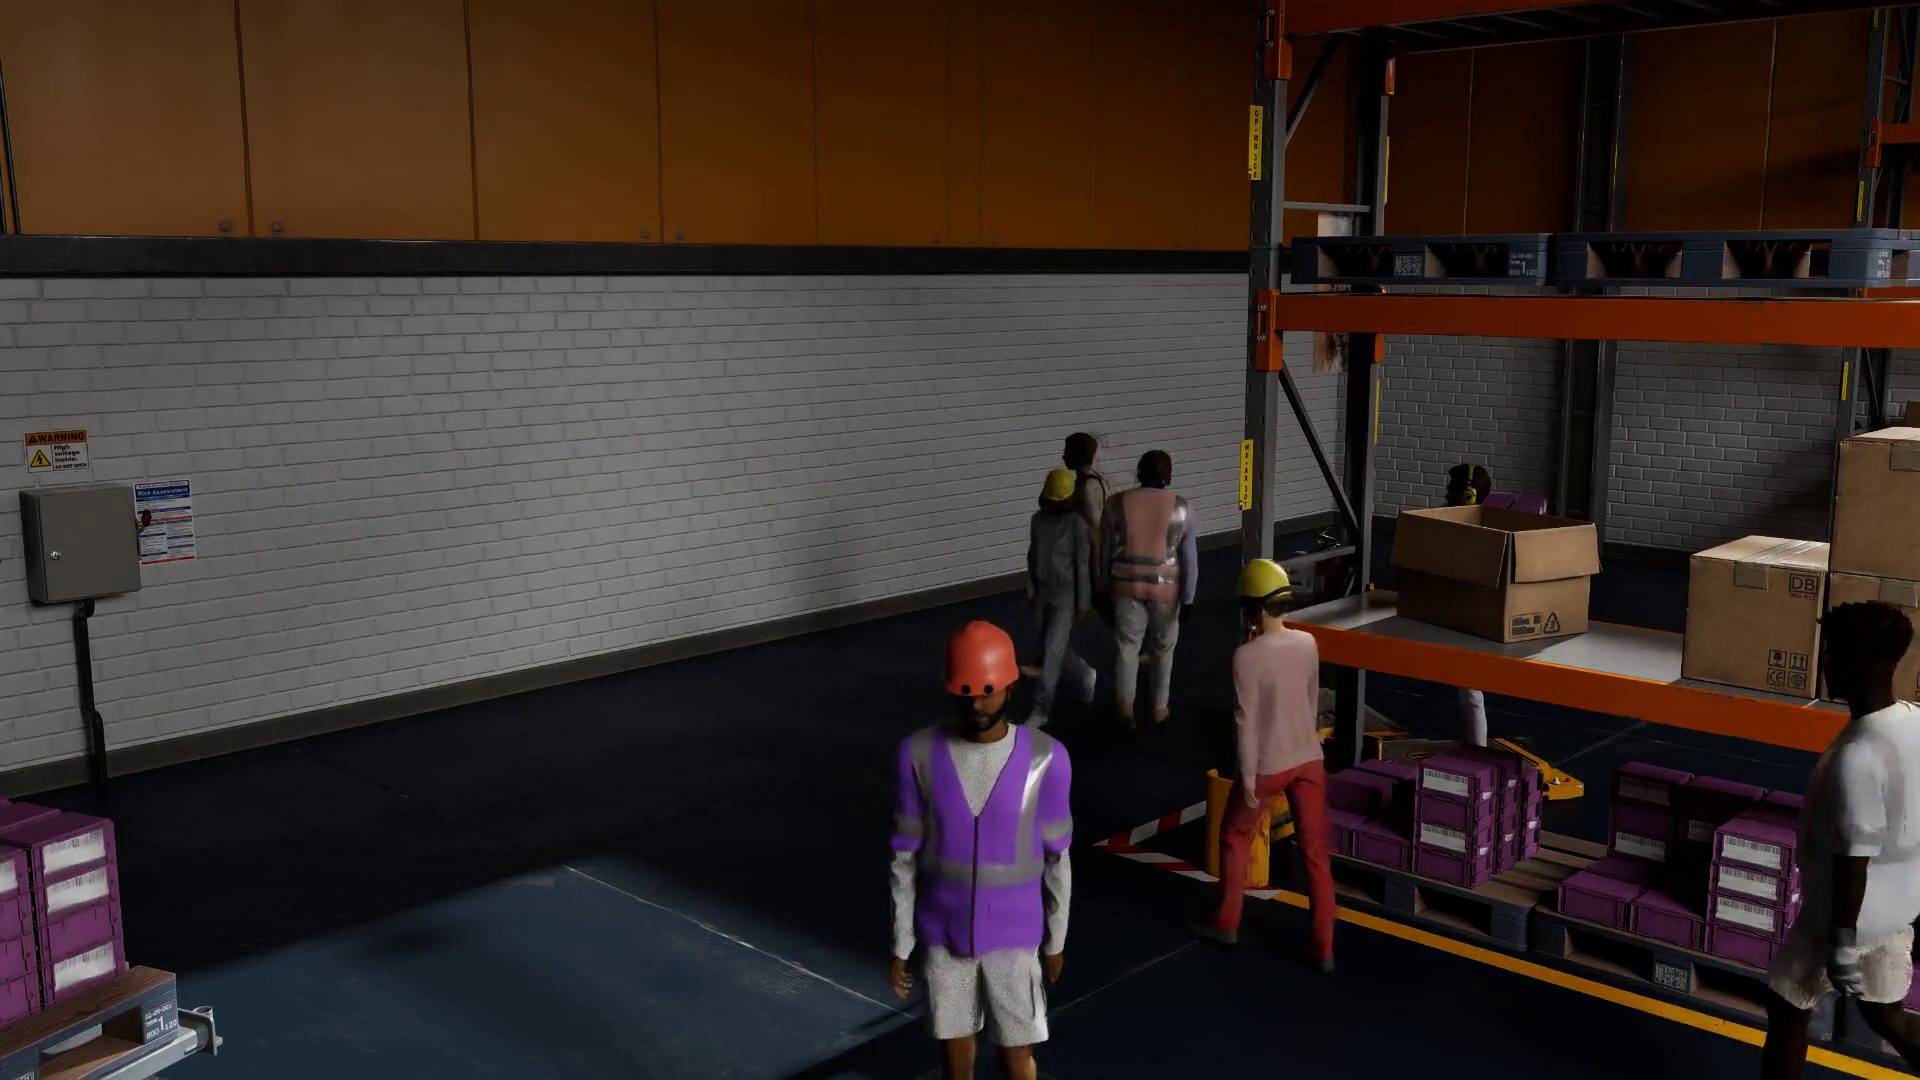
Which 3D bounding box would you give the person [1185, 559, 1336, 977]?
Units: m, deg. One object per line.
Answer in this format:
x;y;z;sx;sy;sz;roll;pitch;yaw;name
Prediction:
1.332;0.943;7.095;0.528;1.714;0.775;-6;11;-31;person

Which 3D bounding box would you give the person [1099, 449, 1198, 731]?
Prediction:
1.201;0.326;10.622;0.644;1.822;0.728;2;9;12;person

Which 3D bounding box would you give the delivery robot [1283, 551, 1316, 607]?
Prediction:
2.882;0.336;14.110;0.477;0.478;0.707;4;10;24;delivery robot

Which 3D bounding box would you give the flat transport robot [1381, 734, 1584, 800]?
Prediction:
2.683;1.301;9.349;1.431;0.197;0.652;-2;9;-11;flat transport robot

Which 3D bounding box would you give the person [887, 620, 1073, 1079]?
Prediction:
0.061;1.174;5.074;0.556;1.921;0.469;1;9;7;person

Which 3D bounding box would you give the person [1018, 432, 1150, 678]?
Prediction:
0.932;0.115;11.972;0.969;1.804;0.515;1;9;7;person

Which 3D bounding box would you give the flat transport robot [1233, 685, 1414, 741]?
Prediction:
2.232;1.144;10.310;0.652;0.197;1.431;-2;9;-9;flat transport robot

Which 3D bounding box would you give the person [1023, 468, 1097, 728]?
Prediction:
0.682;0.353;10.825;0.517;1.697;0.734;9;13;44;person

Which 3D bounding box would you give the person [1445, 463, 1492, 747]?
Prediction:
2.844;0.501;9.362;0.335;1.873;0.519;3;10;16;person

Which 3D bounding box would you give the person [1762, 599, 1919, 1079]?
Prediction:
2.878;1.141;5.230;0.601;1.940;0.909;-8;12;-40;person
